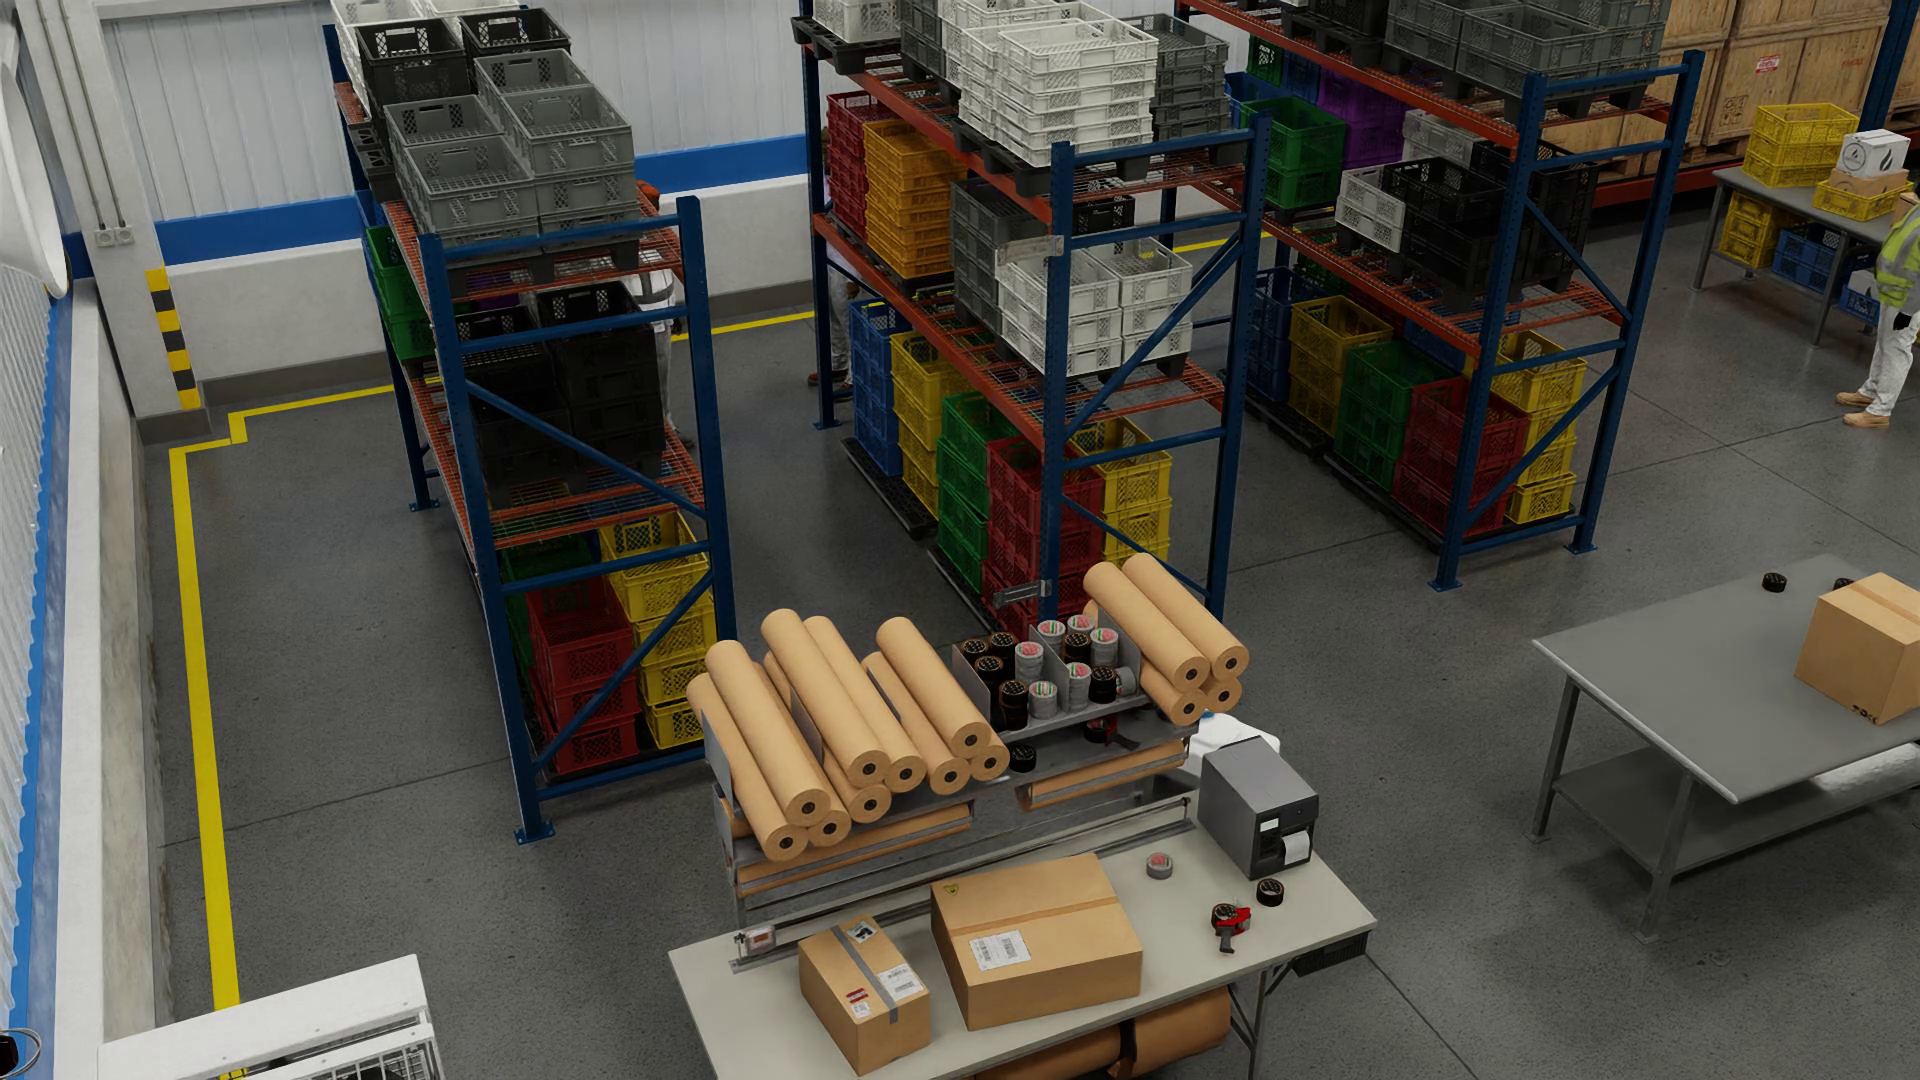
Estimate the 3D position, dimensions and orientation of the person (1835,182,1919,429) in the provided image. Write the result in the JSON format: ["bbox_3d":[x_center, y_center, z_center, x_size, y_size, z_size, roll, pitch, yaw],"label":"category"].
[{"bbox_3d":[6.307,-1.639,11.117,0.429,1.846,0.627,10,33,15],"label":"person"}]

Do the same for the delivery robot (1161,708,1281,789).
[{"bbox_3d":[1.161,0.977,8.002,0.707,0.478,0.477,22,38,31],"label":"delivery robot"}]

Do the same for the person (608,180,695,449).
[{"bbox_3d":[-1.986,-1.390,10.672,0.353,1.886,0.573,12,34,18],"label":"person"}]

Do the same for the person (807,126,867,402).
[{"bbox_3d":[-0.850,-1.903,11.457,0.361,1.937,0.635,-18,36,-27],"label":"person"}]
